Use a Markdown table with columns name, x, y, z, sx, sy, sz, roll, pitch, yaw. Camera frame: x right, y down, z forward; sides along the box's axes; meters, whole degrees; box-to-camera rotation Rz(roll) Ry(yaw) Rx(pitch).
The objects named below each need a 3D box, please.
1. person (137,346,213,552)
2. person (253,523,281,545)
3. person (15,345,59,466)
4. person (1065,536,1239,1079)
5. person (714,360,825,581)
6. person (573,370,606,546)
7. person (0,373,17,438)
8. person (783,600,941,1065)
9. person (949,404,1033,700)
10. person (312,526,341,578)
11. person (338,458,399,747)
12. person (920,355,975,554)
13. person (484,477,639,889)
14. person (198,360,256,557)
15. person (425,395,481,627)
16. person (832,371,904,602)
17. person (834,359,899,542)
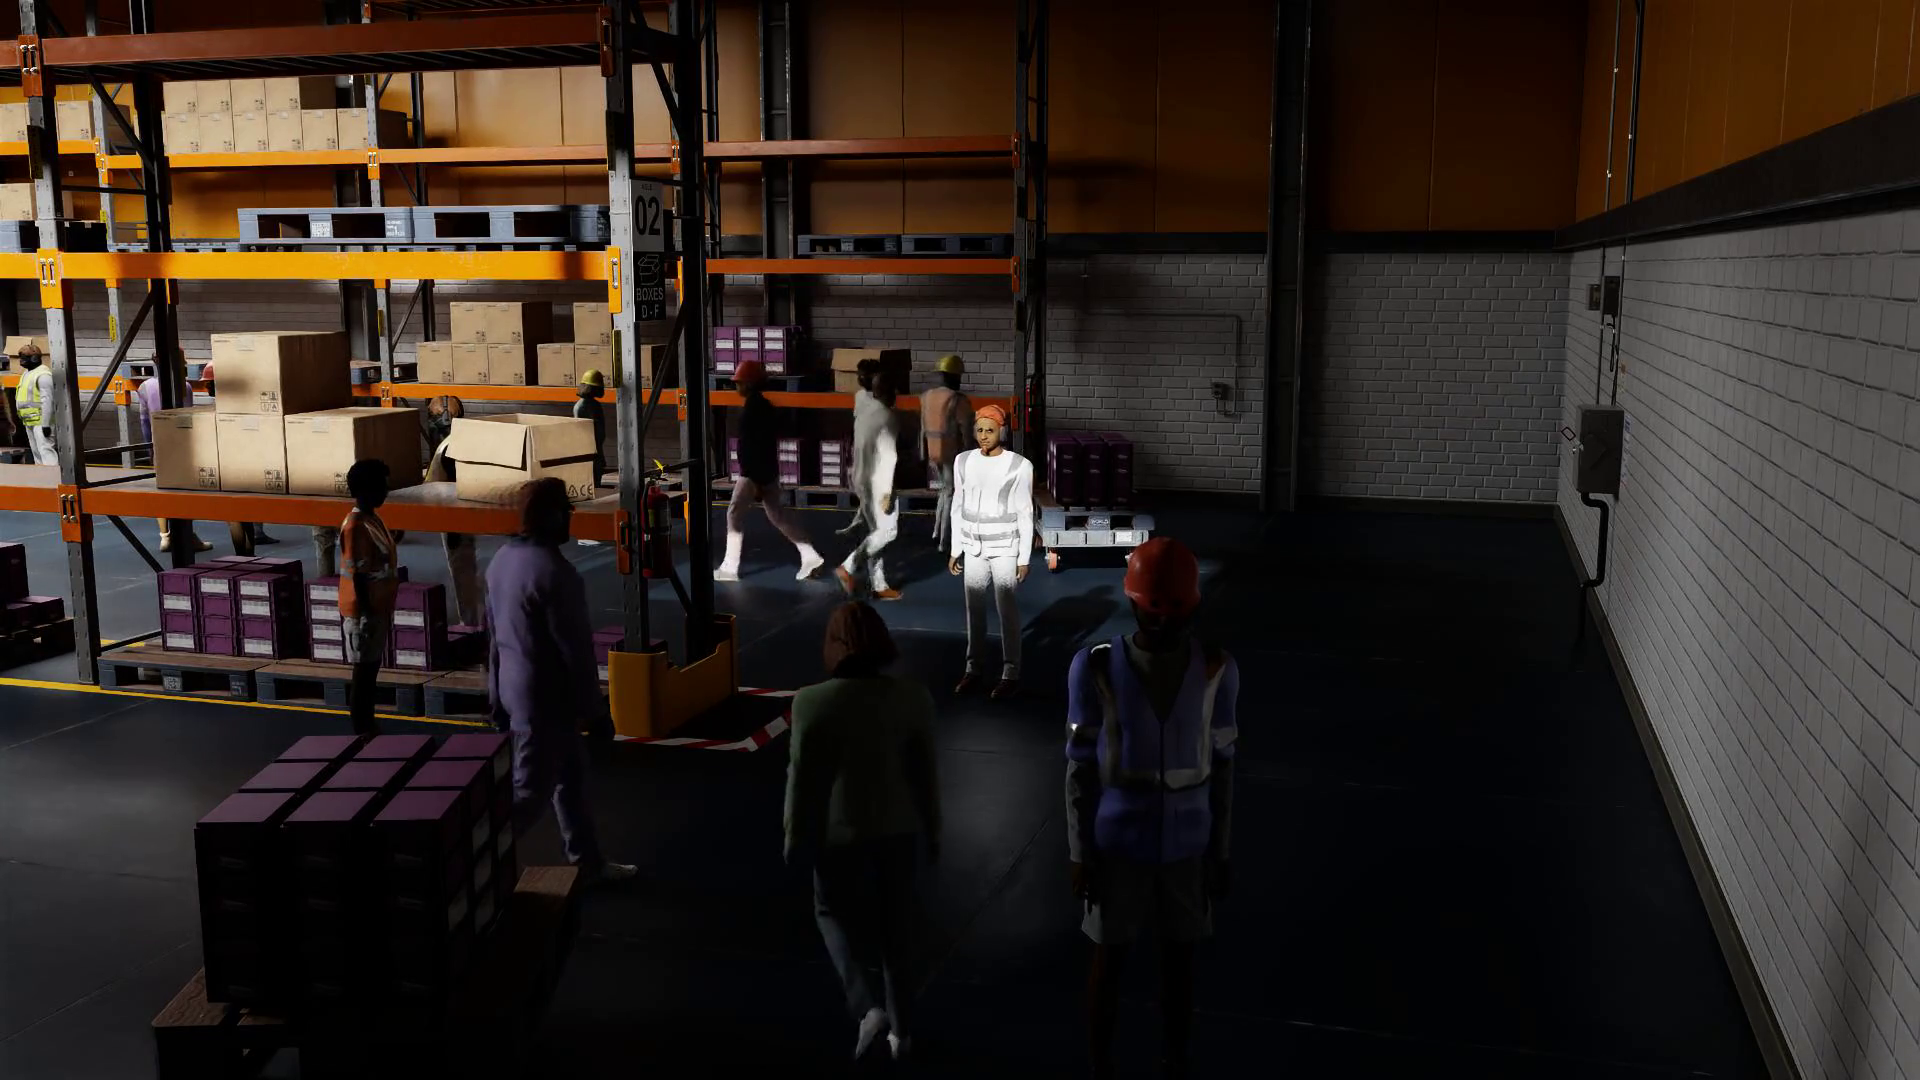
| name | x | y | z | sx | sy | sz | roll | pitch | yaw |
| --- | --- | --- | --- | --- | --- | --- | --- | --- | --- |
| person | -7.540 | -0.885 | 15.978 | 0.605 | 2.034 | 0.391 | 3 | 10 | 17 |
| person | -6.978 | -0.833 | 16.507 | 0.518 | 1.756 | 0.345 | 7 | 12 | 38 |
| person | -10.918 | -1.392 | 19.698 | 0.624 | 1.836 | 0.429 | 9 | 13 | 42 |
| person | 0.599 | 0.937 | 5.179 | 0.543 | 1.933 | 0.363 | -1 | 9 | -5 |
| person | -1.693 | -0.594 | 14.470 | 0.997 | 1.956 | 0.615 | 3 | 10 | 16 |
| person | -3.630 | -0.815 | 16.462 | 0.311 | 1.735 | 0.483 | 2 | 9 | 11 |
| person | -11.291 | -1.393 | 19.057 | 0.916 | 2.000 | 0.682 | 3 | 10 | 18 |
| person | -0.314 | 1.016 | 5.655 | 0.573 | 1.618 | 0.443 | -3 | 10 | -16 |
| person | 0.199 | 0.073 | 10.620 | 0.579 | 1.879 | 0.349 | 6 | 11 | 31 |
| person | -5.013 | -0.349 | 13.319 | 0.588 | 1.835 | 0.403 | -5 | 11 | -30 |
| person | -3.275 | 0.391 | 9.241 | 0.320 | 1.692 | 0.531 | -2 | 9 | -11 |
| person | -0.091 | -0.820 | 15.961 | 0.605 | 1.907 | 0.445 | 8 | 12 | 40 |
| person | -1.815 | 0.669 | 7.023 | 0.928 | 1.871 | 0.643 | -6 | 11 | -34 |
| person | -6.418 | -0.603 | 14.551 | 0.375 | 1.935 | 0.550 | -1 | 9 | -4 |
| person | -3.632 | -0.125 | 11.963 | 0.429 | 1.837 | 0.621 | -3 | 10 | -15 |
| person | -0.768 | -0.430 | 13.636 | 0.698 | 1.893 | 0.673 | -6 | 11 | -32 |
| person | -0.964 | -0.884 | 16.593 | 0.925 | 1.824 | 0.554 | -8 | 12 | -40 |
